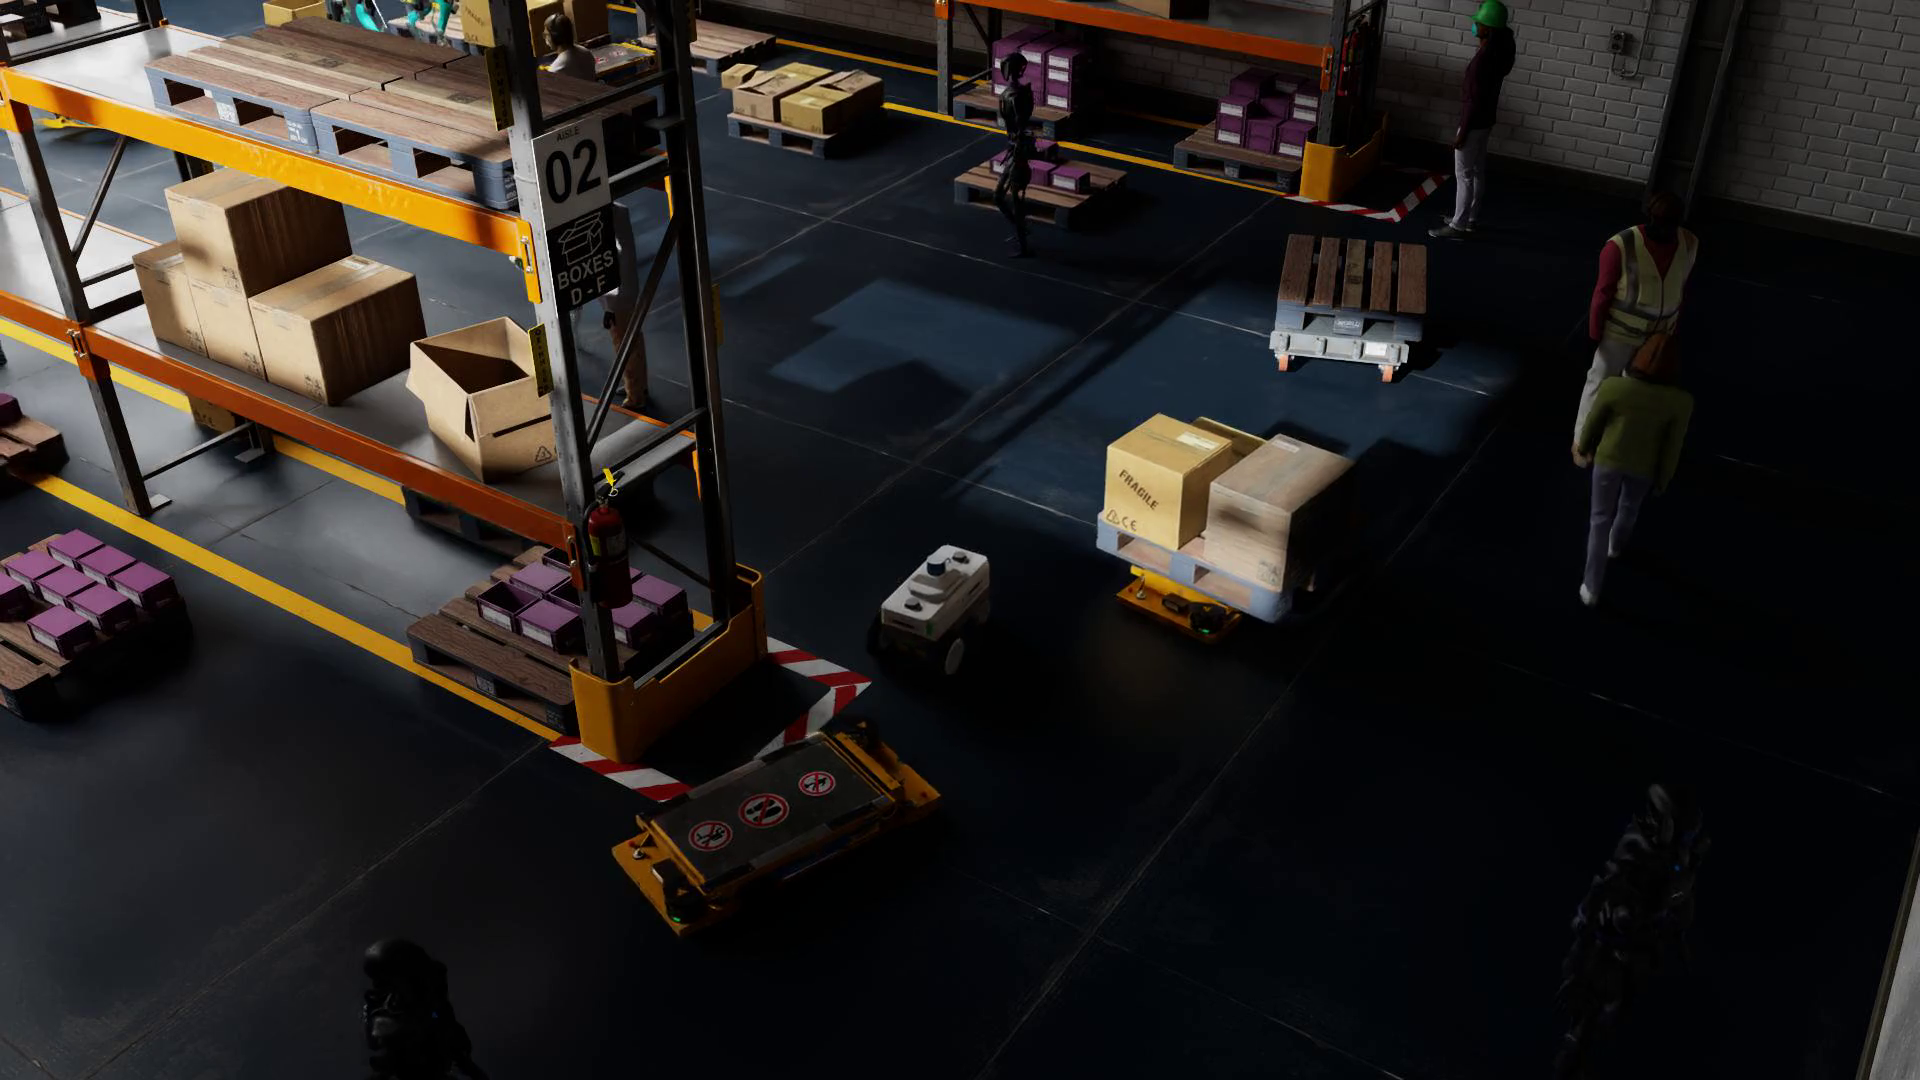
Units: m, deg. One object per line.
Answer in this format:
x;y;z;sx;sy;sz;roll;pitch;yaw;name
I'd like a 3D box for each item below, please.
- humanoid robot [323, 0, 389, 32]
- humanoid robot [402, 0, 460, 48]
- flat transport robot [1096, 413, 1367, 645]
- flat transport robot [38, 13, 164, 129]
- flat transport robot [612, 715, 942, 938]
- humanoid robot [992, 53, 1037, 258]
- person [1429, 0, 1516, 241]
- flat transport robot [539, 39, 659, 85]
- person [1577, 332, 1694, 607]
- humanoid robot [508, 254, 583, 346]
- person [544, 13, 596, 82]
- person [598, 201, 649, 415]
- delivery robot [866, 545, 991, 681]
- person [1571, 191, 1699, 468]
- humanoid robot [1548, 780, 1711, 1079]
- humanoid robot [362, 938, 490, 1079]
-6.003;-5.236;16.608;0.530;1.807;0.763;-25;41;-33;humanoid robot
-5.474;-5.590;17.126;0.530;1.758;0.883;-27;41;-35;humanoid robot
1.591;0.112;9.701;0.659;0.231;1.431;25;40;33;flat transport robot
-8.172;-4.194;16.319;1.431;0.231;0.659;7;34;10;flat transport robot
-0.852;1.319;7.846;1.431;0.231;0.659;-22;39;-30;flat transport robot
0.444;-3.052;13.278;0.343;1.648;0.609;-2;33;-3;humanoid robot
4.224;-3.406;13.564;0.415;1.954;0.498;22;39;30;person
-3.752;-4.960;17.496;0.659;0.231;1.431;24;40;32;flat transport robot
3.744;-0.450;9.349;0.507;1.585;0.823;7;34;11;person
-2.849;-2.011;11.684;0.552;1.852;0.776;-25;41;-33;humanoid robot
-3.063;-3.241;13.326;0.351;1.936;0.634;6;34;10;person
-2.302;-1.648;11.047;0.336;1.748;0.562;0;33;0;person
-0.140;0.363;9.054;0.499;0.596;0.775;17;37;24;delivery robot
4.246;-1.311;10.447;0.633;1.841;0.429;-5;33;-7;person
2.487;1.538;6.226;0.616;1.659;0.350;-15;36;-22;humanoid robot
-1.875;1.949;5.635;0.735;1.645;0.598;3;33;5;humanoid robot
